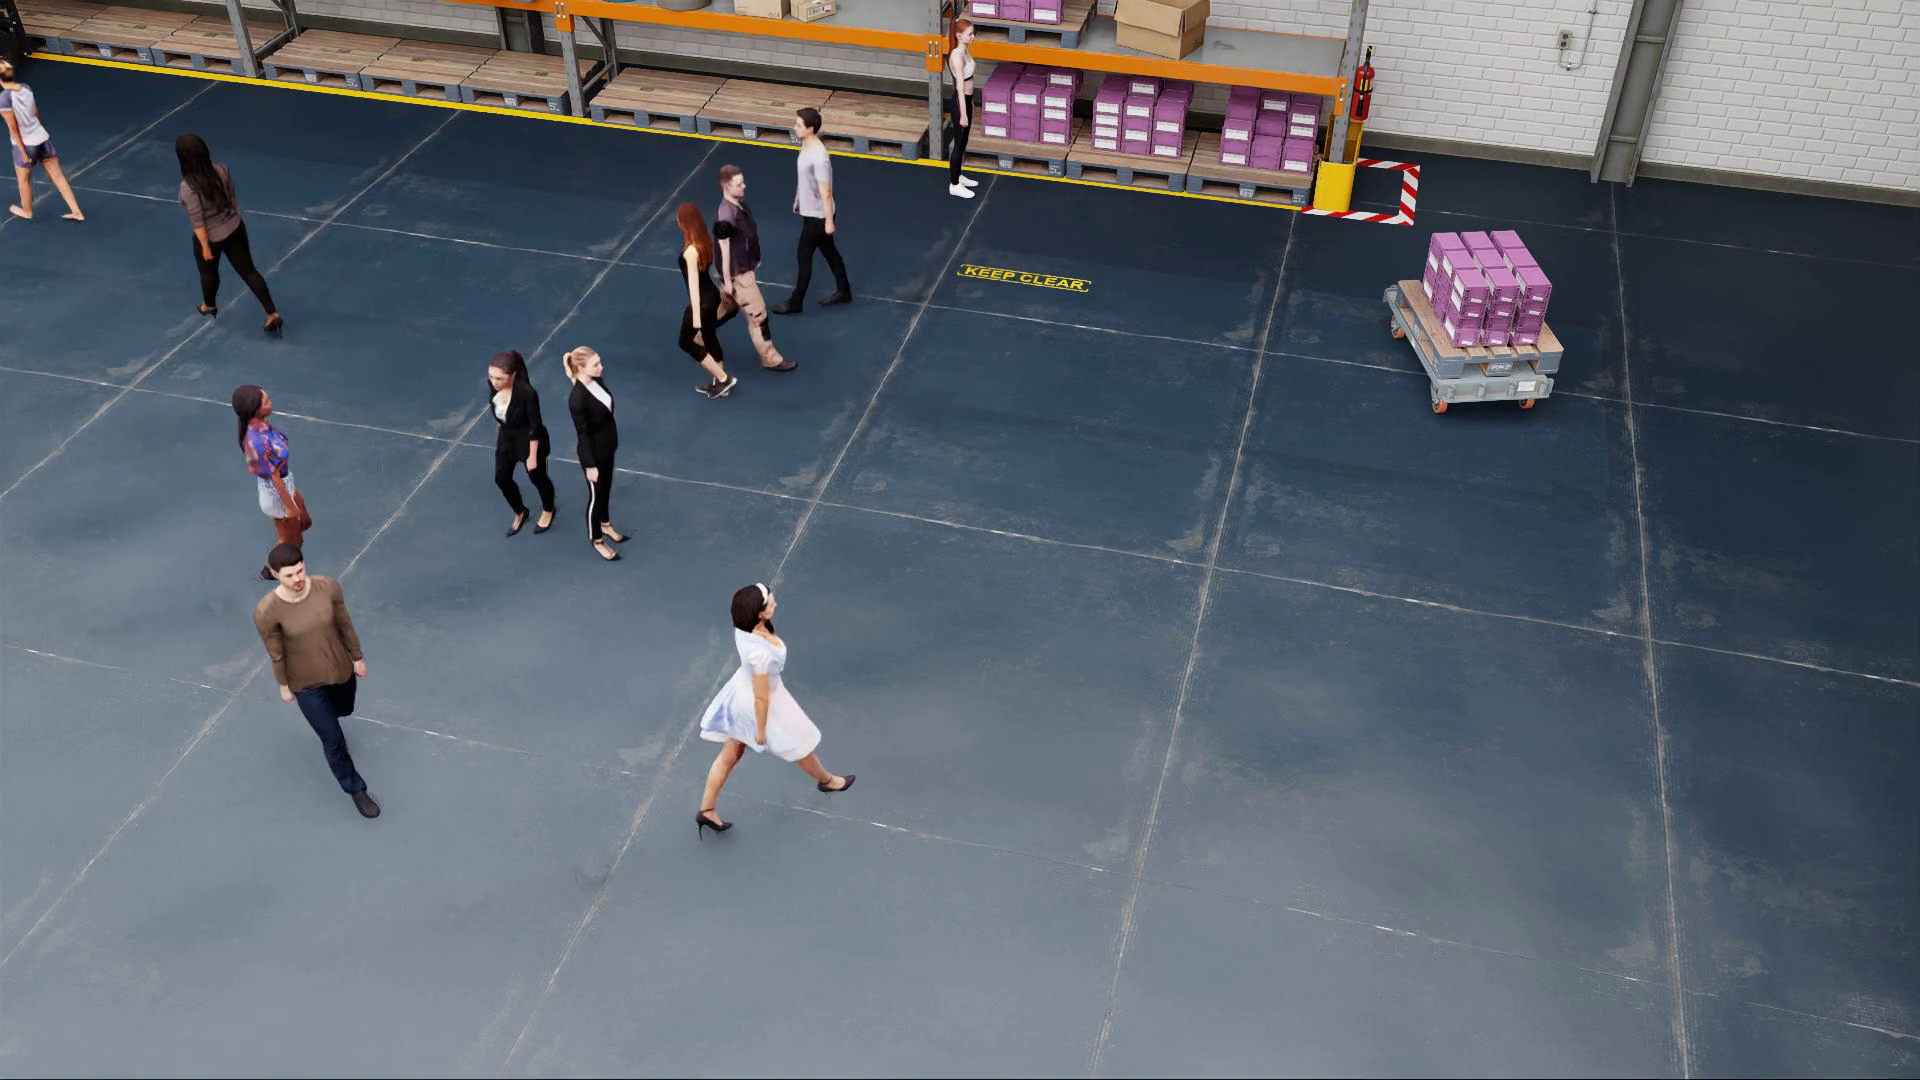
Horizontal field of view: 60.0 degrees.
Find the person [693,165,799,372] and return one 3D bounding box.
[{"bbox_3d":[-1.904,-2.198,13.505,1.227,1.804,0.824,3,39,4],"label":"person"}]

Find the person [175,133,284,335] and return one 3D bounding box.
[{"bbox_3d":[-6.088,-2.491,13.887,1.198,1.787,0.843,19,42,22],"label":"person"}]

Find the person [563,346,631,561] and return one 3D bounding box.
[{"bbox_3d":[-2.539,-0.615,11.603,0.550,1.705,0.639,5,39,7],"label":"person"}]

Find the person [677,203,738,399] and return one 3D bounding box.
[{"bbox_3d":[-1.947,-1.851,13.142,0.663,1.715,0.615,6,39,8],"label":"person"}]

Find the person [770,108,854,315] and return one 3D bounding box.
[{"bbox_3d":[-1.126,-2.807,14.241,1.124,1.838,0.981,-9,40,-11],"label":"person"}]

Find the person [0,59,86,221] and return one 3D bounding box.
[{"bbox_3d":[-8.600,-3.674,15.527,0.923,1.589,0.606,12,40,14],"label":"person"}]

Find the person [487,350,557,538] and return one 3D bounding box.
[{"bbox_3d":[-3.033,-0.719,11.793,0.674,1.630,0.794,24,44,27],"label":"person"}]

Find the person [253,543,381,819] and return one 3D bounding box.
[{"bbox_3d":[-3.799,0.733,9.793,1.054,1.858,1.254,-31,48,-33],"label":"person"}]

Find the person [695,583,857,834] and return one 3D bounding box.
[{"bbox_3d":[-1.230,1.025,9.514,1.288,1.749,1.125,-15,41,-18],"label":"person"}]

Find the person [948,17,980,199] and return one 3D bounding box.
[{"bbox_3d":[0.017,-4.174,16.029,0.533,1.742,0.601,6,39,8],"label":"person"}]

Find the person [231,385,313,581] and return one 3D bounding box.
[{"bbox_3d":[-4.662,-0.274,11.155,0.824,1.731,0.764,-13,41,-16],"label":"person"}]
